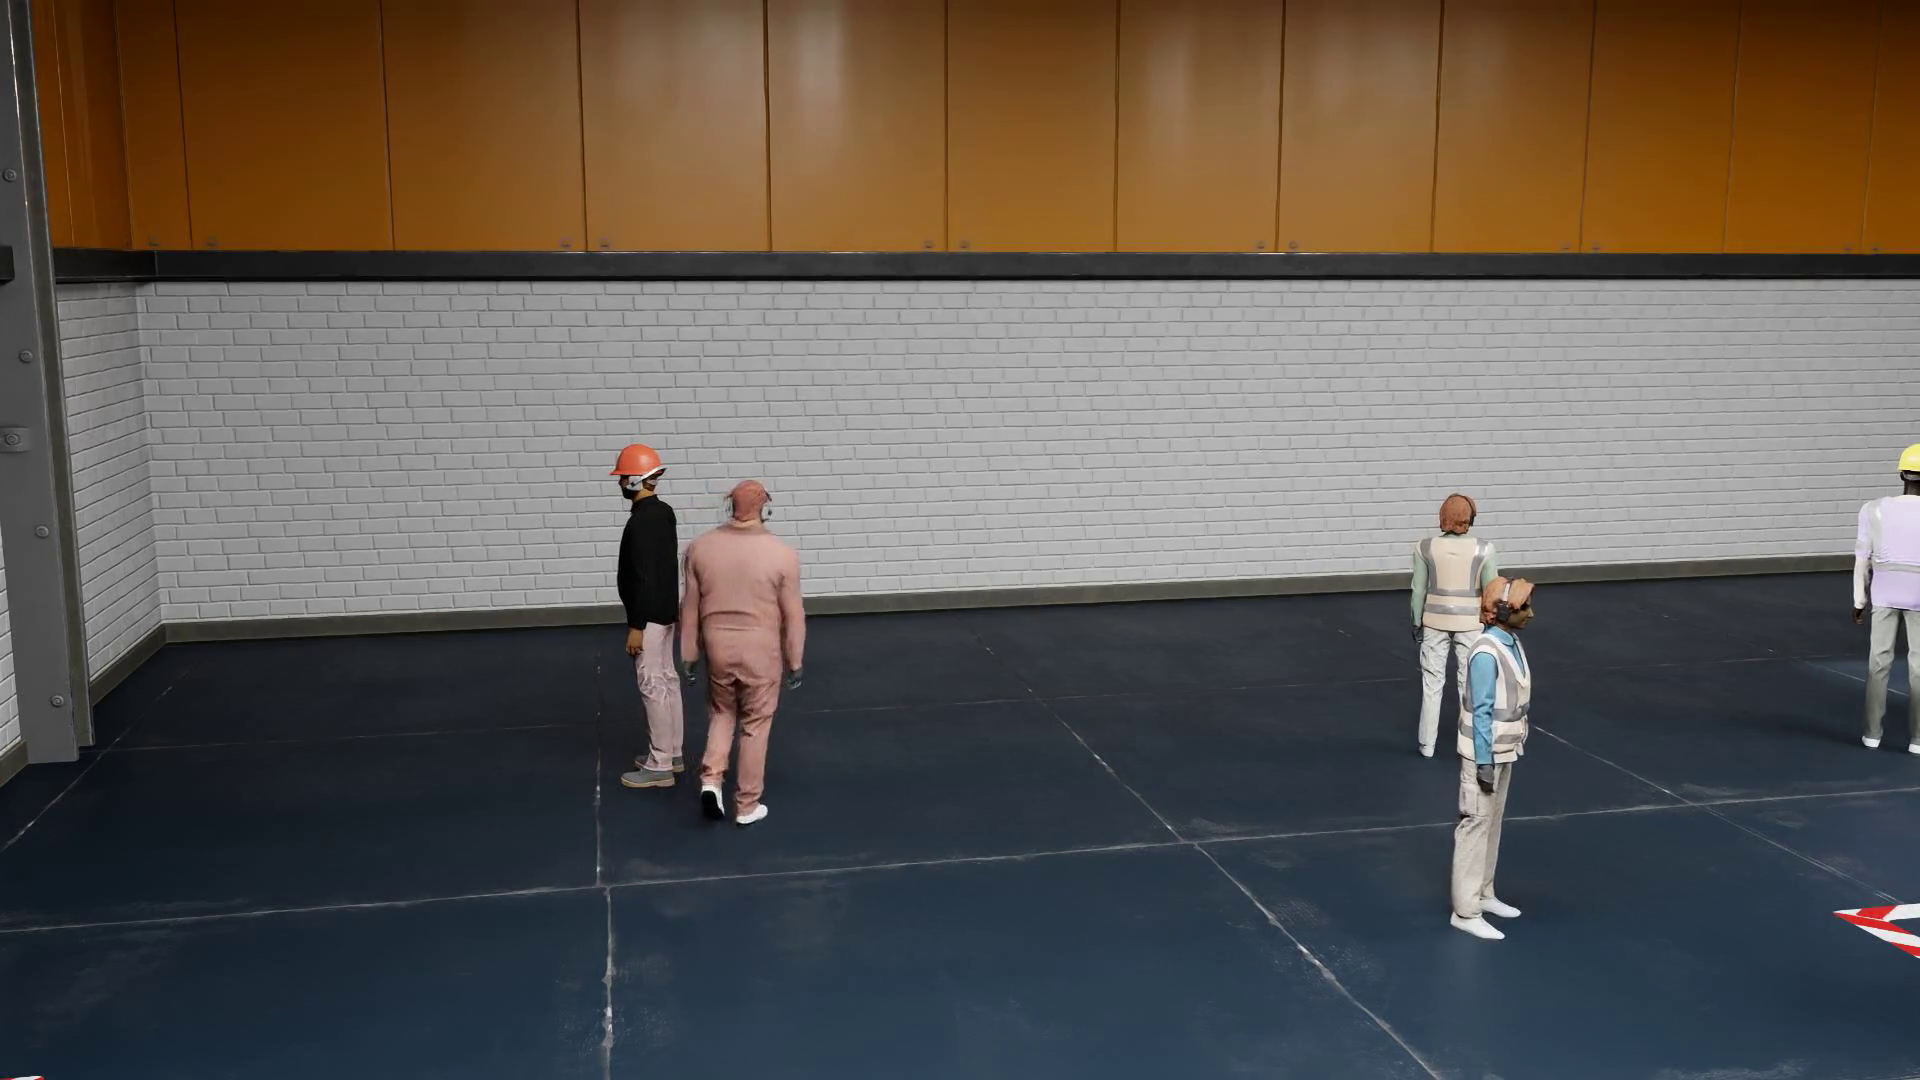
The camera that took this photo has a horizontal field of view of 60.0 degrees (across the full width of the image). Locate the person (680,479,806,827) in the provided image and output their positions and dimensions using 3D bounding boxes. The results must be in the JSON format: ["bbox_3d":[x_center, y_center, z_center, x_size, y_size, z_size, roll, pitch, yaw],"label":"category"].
[{"bbox_3d":[-1.154,0.615,8.892,0.678,1.886,0.454,2,10,13],"label":"person"}]

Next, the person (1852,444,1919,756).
[{"bbox_3d":[5.847,0.367,10.285,0.587,1.928,0.381,8,12,40],"label":"person"}]

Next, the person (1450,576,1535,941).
[{"bbox_3d":[2.404,0.968,7.516,0.312,1.634,0.518,6,11,32],"label":"person"}]

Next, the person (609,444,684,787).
[{"bbox_3d":[-1.820,0.435,9.664,0.396,1.992,0.623,1,9,5],"label":"person"}]

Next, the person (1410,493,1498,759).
[{"bbox_3d":[2.998,0.537,10.116,0.514,1.642,0.310,4,10,22],"label":"person"}]
